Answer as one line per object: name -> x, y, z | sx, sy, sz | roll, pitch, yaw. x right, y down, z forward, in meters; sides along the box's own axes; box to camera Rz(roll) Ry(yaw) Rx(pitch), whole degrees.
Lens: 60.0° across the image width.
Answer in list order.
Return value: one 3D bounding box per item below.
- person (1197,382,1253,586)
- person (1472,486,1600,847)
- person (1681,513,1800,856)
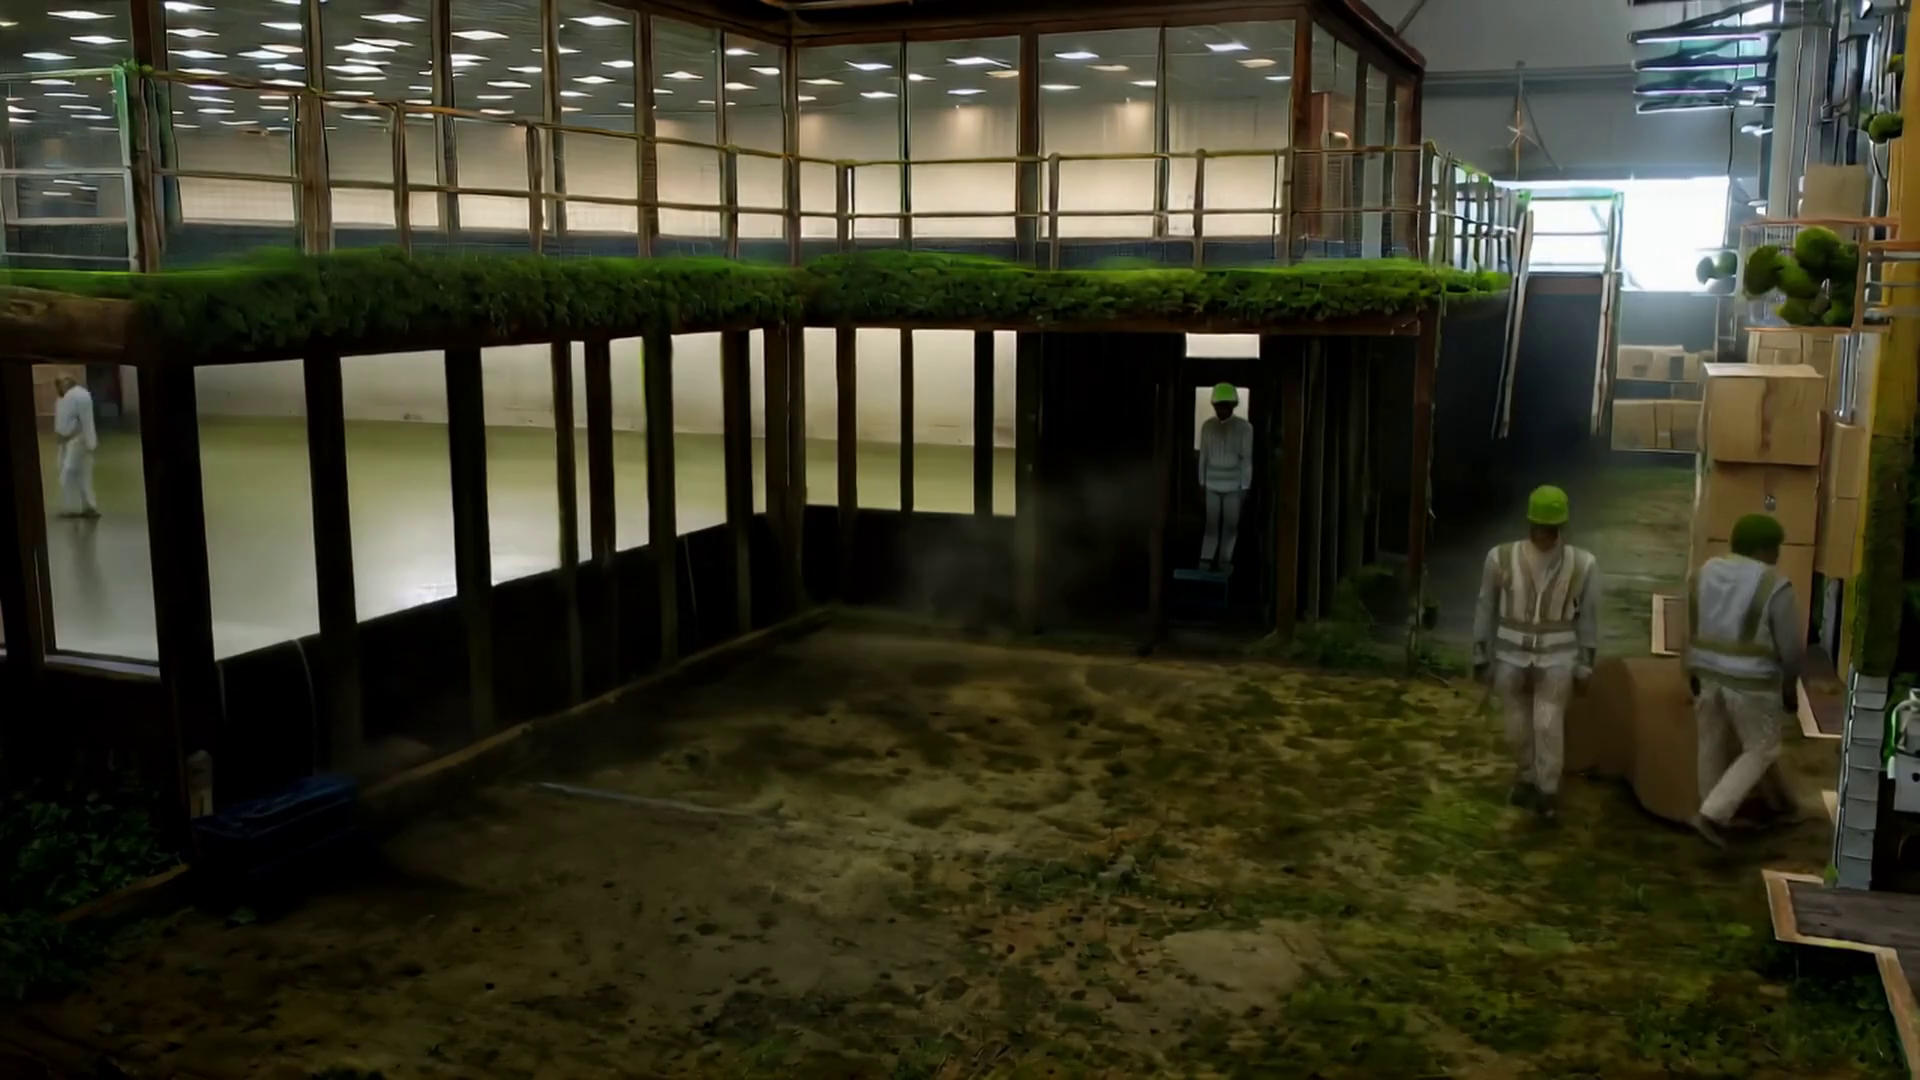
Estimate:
person -> 2.563, -0.544, 16.194 | 0.409, 1.984, 0.614 | -9, 13, -44
person -> 3.068, 0.667, 8.913 | 0.635, 1.923, 0.706 | 3, 10, 20
person -> 4.088, 0.744, 8.781 | 0.683, 1.804, 0.653 | -4, 10, -25
